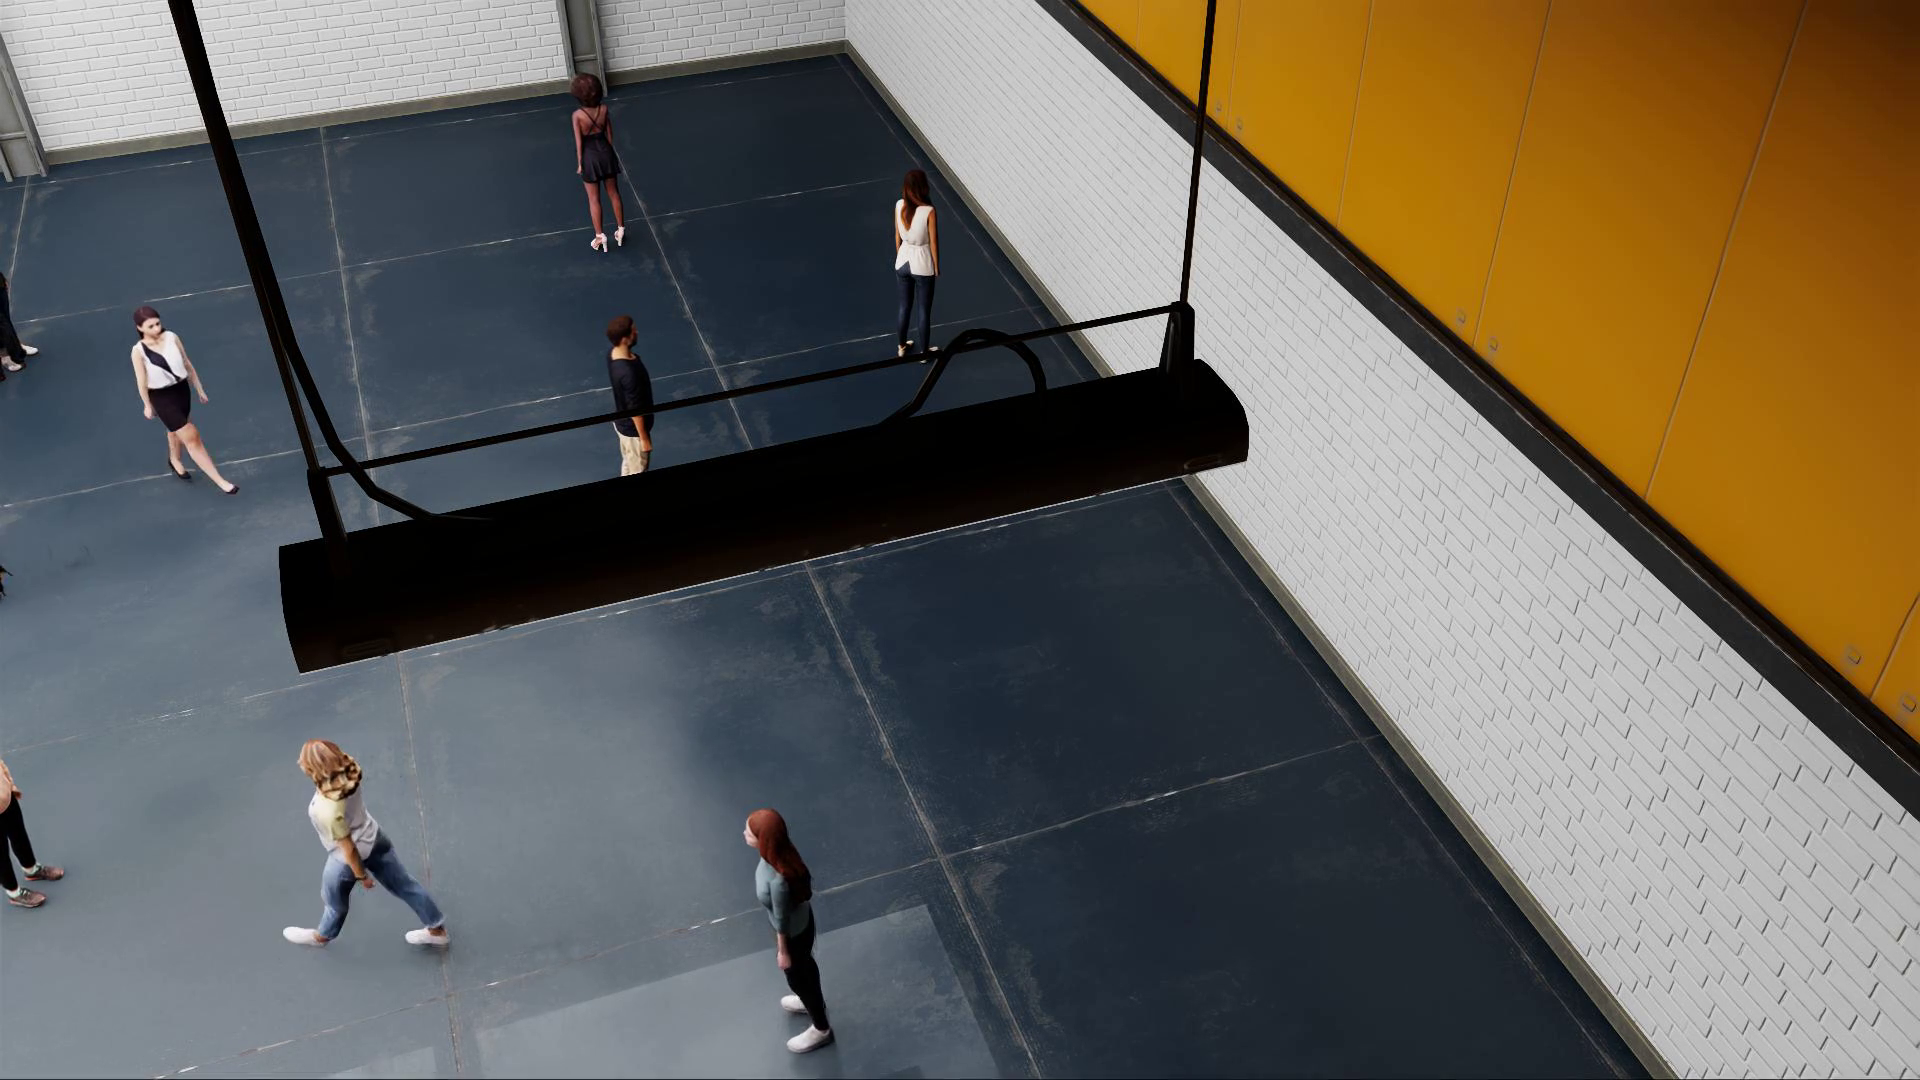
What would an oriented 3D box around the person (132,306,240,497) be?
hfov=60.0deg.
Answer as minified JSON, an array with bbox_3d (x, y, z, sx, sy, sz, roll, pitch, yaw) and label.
[{"bbox_3d":[-6.176,-1.099,12.942,1.073,1.609,1.050,19,42,22],"label":"person"}]

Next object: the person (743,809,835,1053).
[{"bbox_3d":[-0.892,2.070,8.878,0.661,1.728,0.640,-5,39,-6],"label":"person"}]

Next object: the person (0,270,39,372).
[{"bbox_3d":[-8.433,-2.195,14.416,0.633,1.483,0.636,4,39,5],"label":"person"}]

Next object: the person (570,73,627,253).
[{"bbox_3d":[-3.473,-3.618,15.954,0.564,1.787,0.675,-26,45,-29],"label":"person"}]

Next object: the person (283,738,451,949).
[{"bbox_3d":[-3.270,1.749,9.334,1.247,1.661,0.929,1,39,1],"label":"person"}]

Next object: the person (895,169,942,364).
[{"bbox_3d":[-0.391,-2.358,14.380,0.659,1.782,0.705,20,43,23],"label":"person"}]

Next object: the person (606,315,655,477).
[{"bbox_3d":[-2.453,-0.853,12.440,0.568,1.851,0.647,-16,41,-19],"label":"person"}]

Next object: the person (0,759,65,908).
[{"bbox_3d":[-5.669,1.550,9.725,0.621,1.484,0.625,1,39,2],"label":"person"}]
